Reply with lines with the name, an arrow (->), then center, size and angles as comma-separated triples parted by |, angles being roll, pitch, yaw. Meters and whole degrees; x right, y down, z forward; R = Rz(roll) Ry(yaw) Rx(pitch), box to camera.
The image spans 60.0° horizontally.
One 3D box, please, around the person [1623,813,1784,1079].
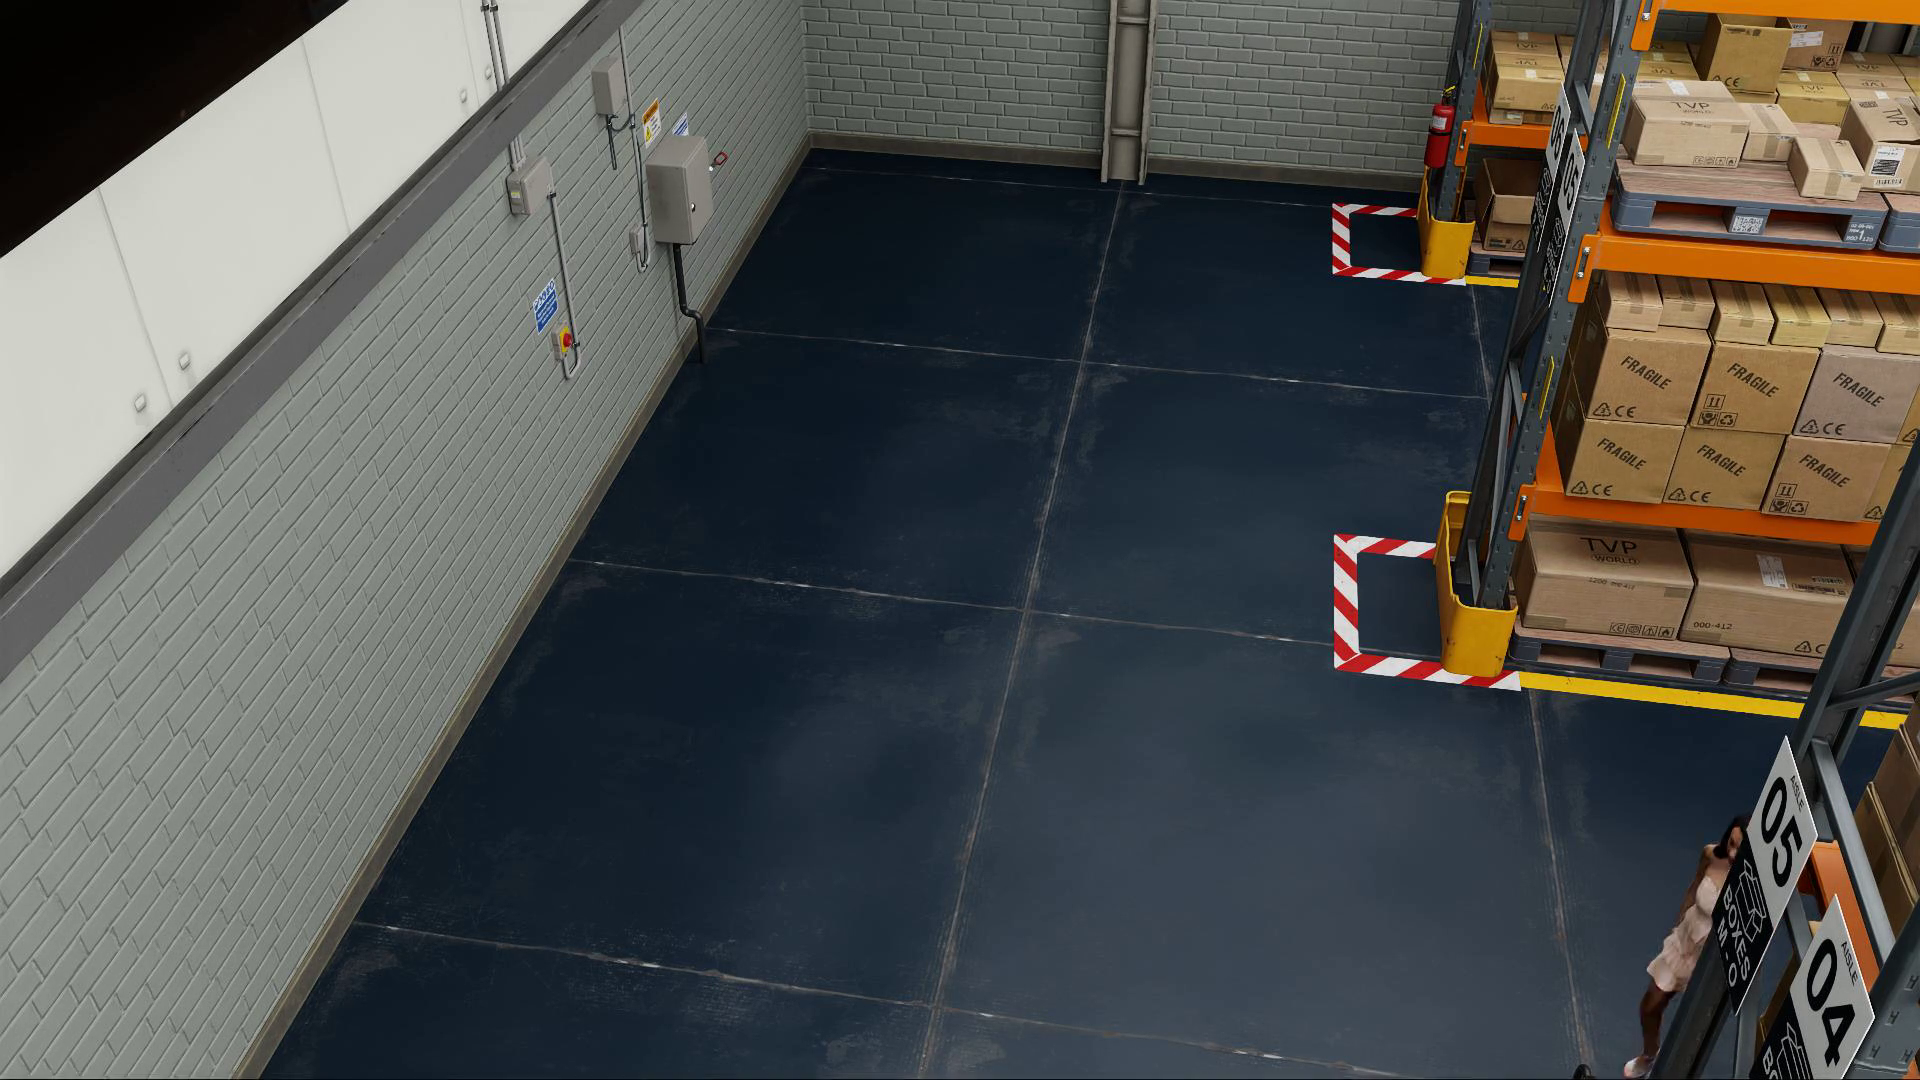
person -> 3.252, 1.772, 7.072 | 0.742, 1.725, 0.690 | -19, 41, -23
